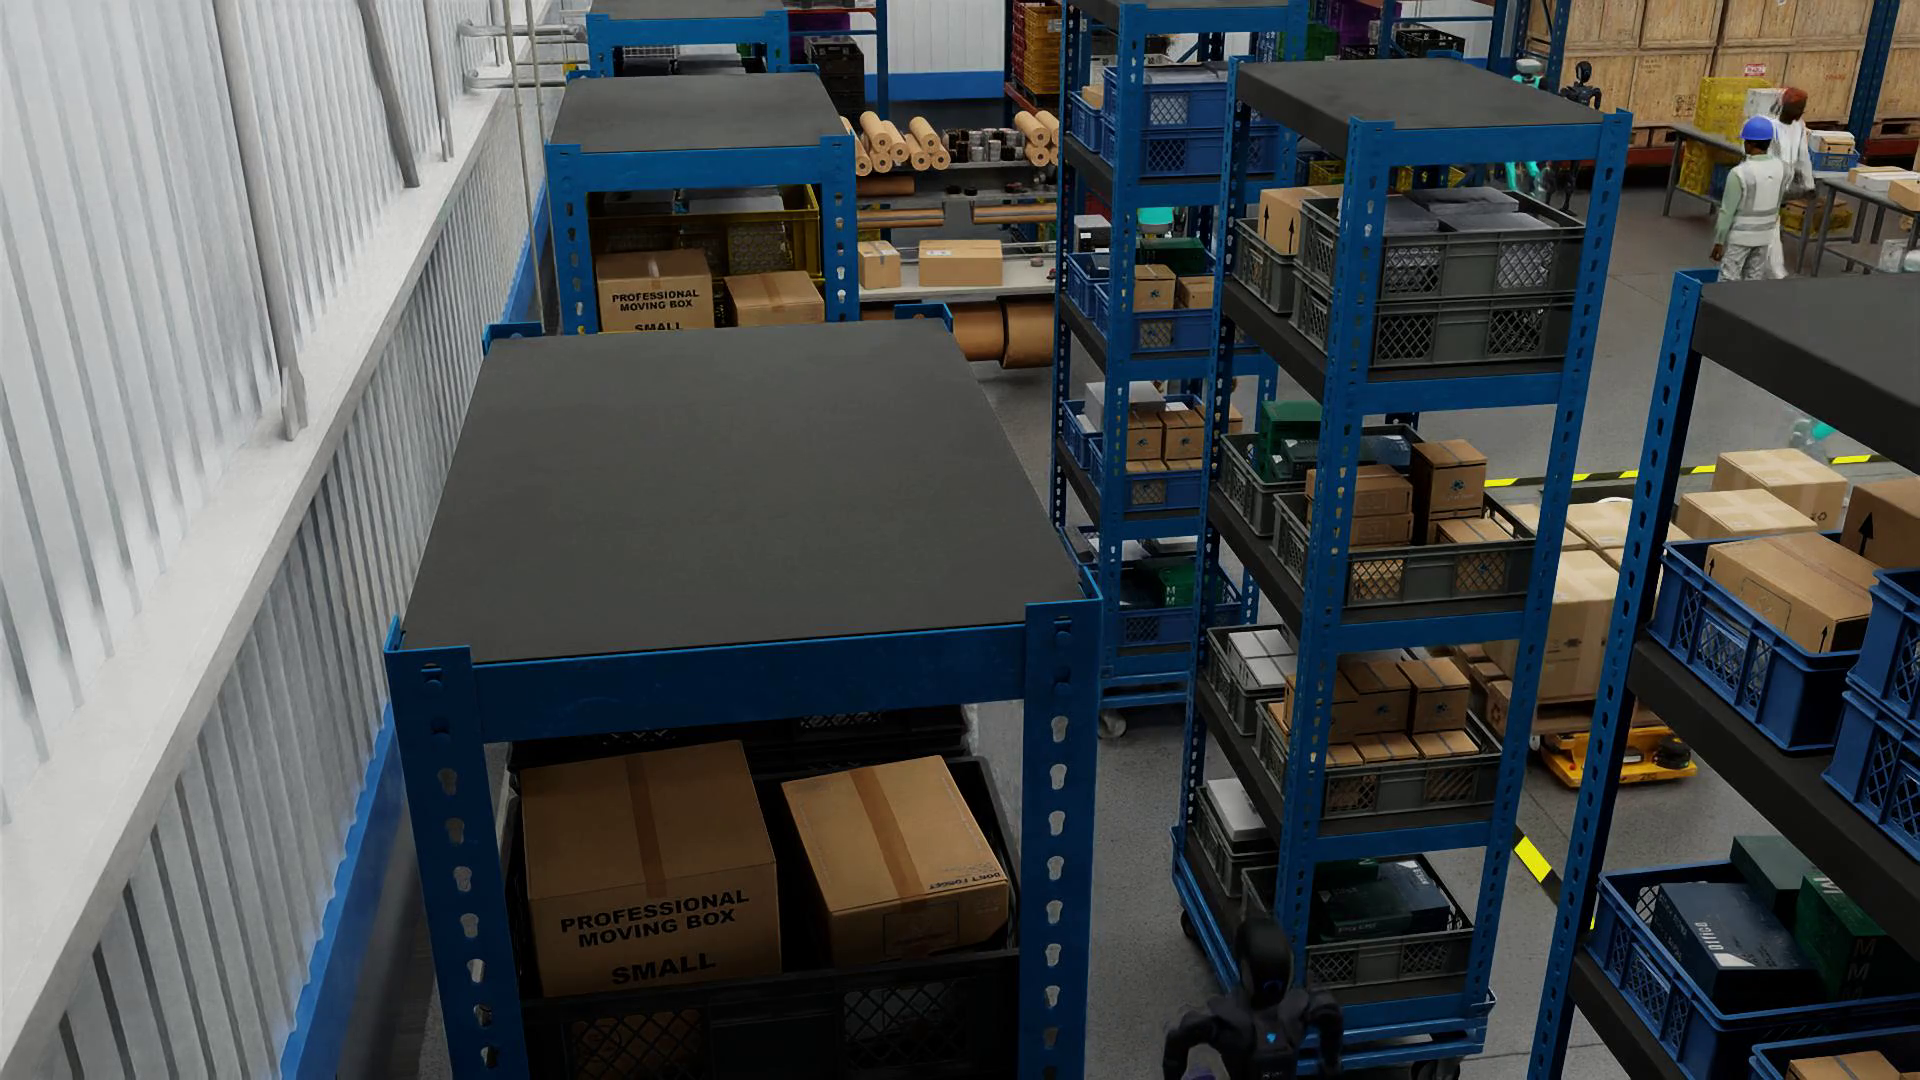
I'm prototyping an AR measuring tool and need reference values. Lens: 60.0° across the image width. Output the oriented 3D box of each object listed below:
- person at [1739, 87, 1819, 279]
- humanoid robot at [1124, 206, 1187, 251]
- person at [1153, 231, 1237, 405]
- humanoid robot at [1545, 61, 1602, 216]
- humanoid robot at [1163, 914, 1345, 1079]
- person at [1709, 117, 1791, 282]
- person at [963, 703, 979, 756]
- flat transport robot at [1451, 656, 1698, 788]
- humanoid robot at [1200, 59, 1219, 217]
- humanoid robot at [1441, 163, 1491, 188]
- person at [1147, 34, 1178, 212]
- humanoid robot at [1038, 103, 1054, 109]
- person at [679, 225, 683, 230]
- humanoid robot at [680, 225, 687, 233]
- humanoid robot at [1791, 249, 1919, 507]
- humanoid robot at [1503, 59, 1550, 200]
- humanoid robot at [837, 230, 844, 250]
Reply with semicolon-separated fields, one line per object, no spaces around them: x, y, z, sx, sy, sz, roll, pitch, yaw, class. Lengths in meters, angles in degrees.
7.682;-3.256;15.496;0.576;1.836;0.971;-15;29;-30;person
1.539;-2.475;13.761;0.533;1.677;0.735;-4;25;-8;humanoid robot
1.530;-1.103;10.803;0.590;1.851;0.401;-3;25;-6;person
6.645;-4.346;18.043;0.599;1.657;0.315;-4;25;-8;humanoid robot
0.837;1.763;4.790;0.601;1.653;0.344;-5;25;-10;humanoid robot
6.484;-2.512;13.769;0.601;1.940;0.418;-8;26;-18;person
-0.135;0.453;7.436;0.431;1.840;0.623;19;31;35;person
3.106;0.789;8.551;0.652;0.197;1.431;-4;25;-8;flat transport robot
2.760;-4.433;18.155;0.539;1.765;0.715;11;27;22;humanoid robot
5.141;-3.792;16.867;0.598;1.636;0.647;-8;26;-17;humanoid robot
2.158;-4.593;18.205;0.670;2.009;0.396;22;33;39;person
0.931;-4.573;18.591;0.666;1.631;0.606;3;25;7;humanoid robot
-3.001;-3.996;16.964;0.603;1.958;0.374;0;25;0;person
-2.128;-2.292;13.661;0.548;1.910;0.706;-2;25;-5;humanoid robot
5.751;-1.040;10.824;0.820;1.802;0.544;14;28;27;humanoid robot
5.938;-4.058;17.428;0.540;1.858;0.665;-7;26;-14;humanoid robot
-1.001;-2.272;13.587;0.699;1.636;0.598;-2;25;-3;humanoid robot
